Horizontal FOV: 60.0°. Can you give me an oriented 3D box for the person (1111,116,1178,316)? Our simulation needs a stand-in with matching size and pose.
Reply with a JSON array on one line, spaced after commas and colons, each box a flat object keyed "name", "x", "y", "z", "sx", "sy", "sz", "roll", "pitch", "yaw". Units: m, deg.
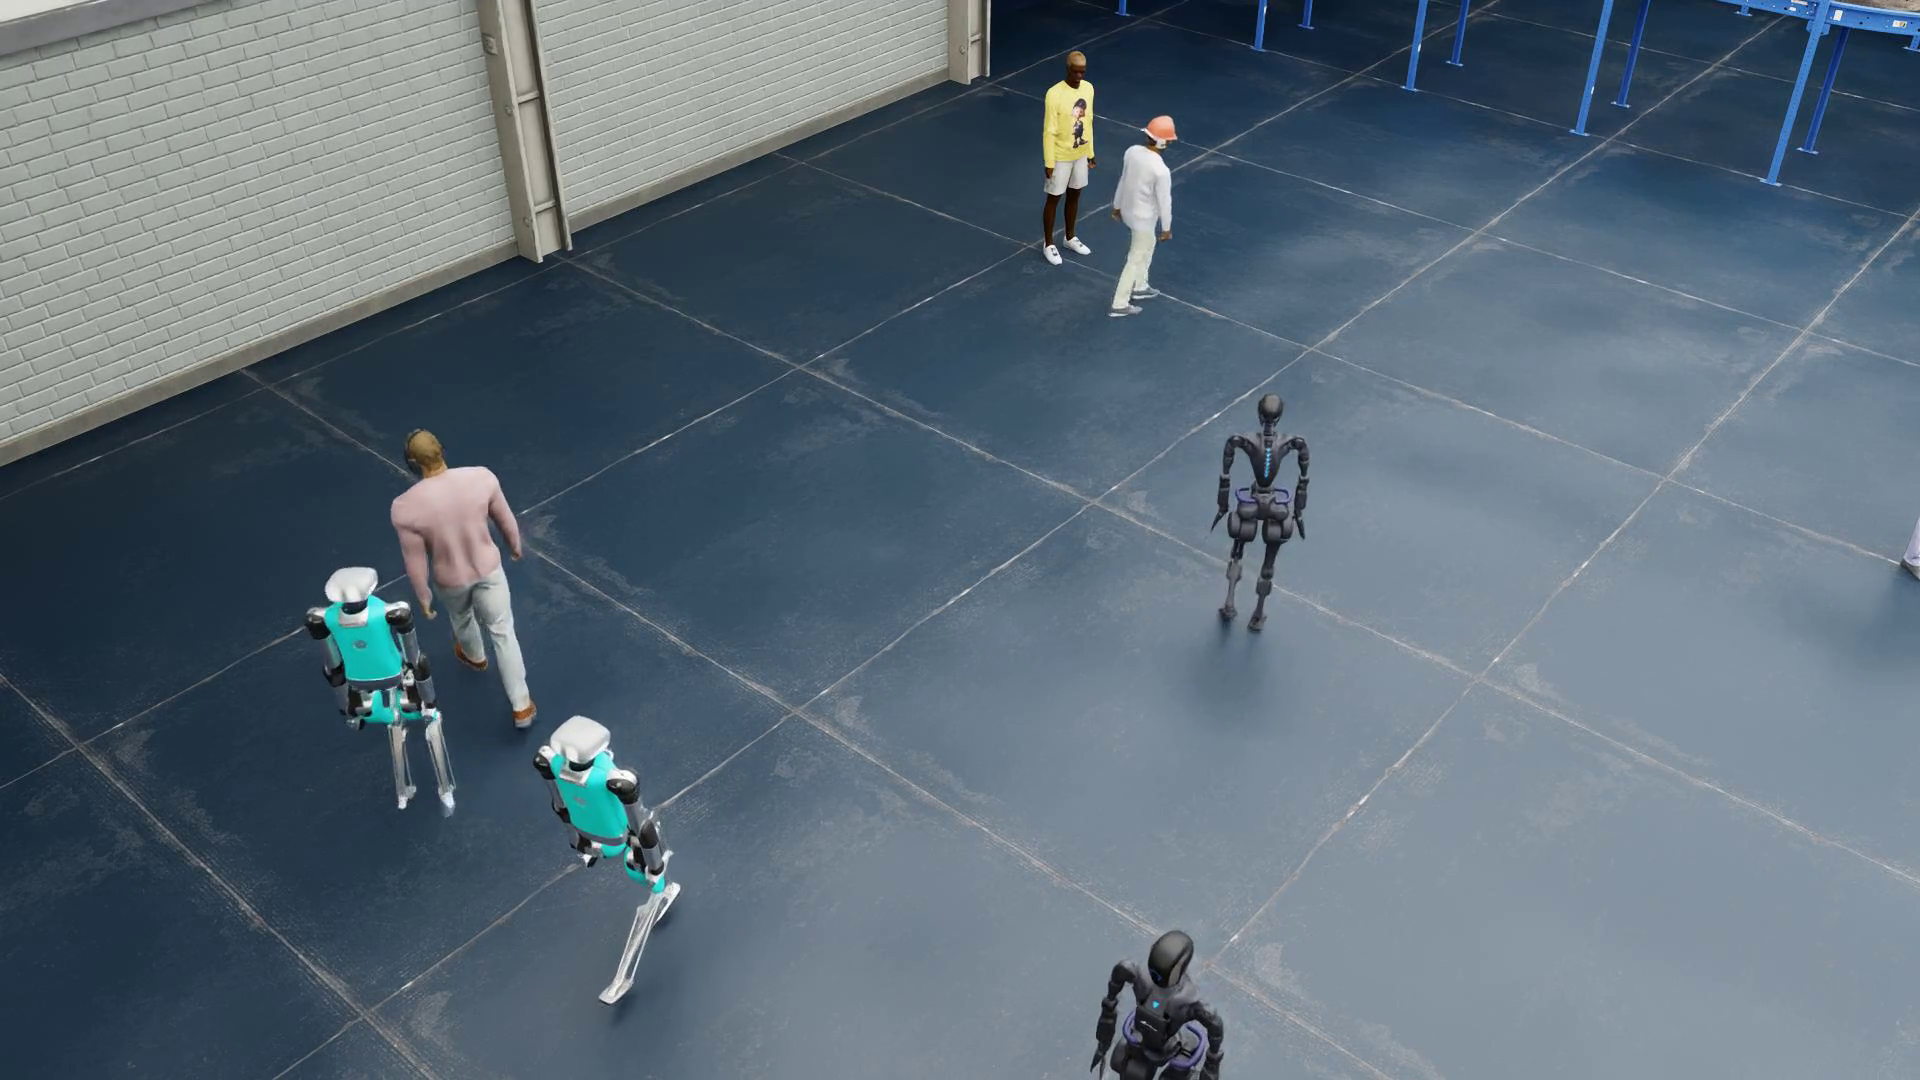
[{"name": "person", "x": 1.555, "y": -2.729, "z": 13.977, "sx": 0.666, "sy": 1.709, "sz": 0.604, "roll": -15, "pitch": 38, "yaw": -20}]

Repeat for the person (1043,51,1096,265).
[{"name": "person", "x": 0.963, "y": -3.406, "z": 14.766, "sx": 0.544, "sy": 1.900, "sz": 0.374, "roll": -23, "pitch": 41, "yaw": -28}]

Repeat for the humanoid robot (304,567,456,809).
[{"name": "humanoid robot", "x": -3.080, "y": 0.776, "z": 9.026, "sx": 0.531, "sy": 1.778, "sz": 0.722, "roll": -3, "pitch": 36, "yaw": -5}]

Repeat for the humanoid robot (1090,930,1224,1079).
[{"name": "humanoid robot", "x": 0.830, "y": 2.232, "z": 7.044, "sx": 0.600, "sy": 1.651, "sz": 0.324, "roll": 21, "pitch": 41, "yaw": 27}]

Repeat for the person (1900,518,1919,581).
[{"name": "person", "x": 6.601, "y": -0.570, "z": 10.829, "sx": 0.568, "sy": 1.842, "sz": 0.373, "roll": -22, "pitch": 41, "yaw": -28}]

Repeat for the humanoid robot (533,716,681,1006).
[{"name": "humanoid robot", "x": -1.598, "y": 1.410, "z": 8.171, "sx": 0.531, "sy": 1.725, "sz": 1.066, "roll": 13, "pitch": 38, "yaw": 18}]

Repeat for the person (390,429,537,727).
[{"name": "person", "x": -2.868, "y": 0.204, "z": 9.719, "sx": 0.711, "sy": 1.878, "sz": 1.019, "roll": -17, "pitch": 39, "yaw": -22}]

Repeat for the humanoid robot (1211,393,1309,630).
[{"name": "humanoid robot", "x": 1.888, "y": -0.165, "z": 10.407, "sx": 0.589, "sy": 1.646, "sz": 0.358, "roll": 3, "pitch": 36, "yaw": 4}]
